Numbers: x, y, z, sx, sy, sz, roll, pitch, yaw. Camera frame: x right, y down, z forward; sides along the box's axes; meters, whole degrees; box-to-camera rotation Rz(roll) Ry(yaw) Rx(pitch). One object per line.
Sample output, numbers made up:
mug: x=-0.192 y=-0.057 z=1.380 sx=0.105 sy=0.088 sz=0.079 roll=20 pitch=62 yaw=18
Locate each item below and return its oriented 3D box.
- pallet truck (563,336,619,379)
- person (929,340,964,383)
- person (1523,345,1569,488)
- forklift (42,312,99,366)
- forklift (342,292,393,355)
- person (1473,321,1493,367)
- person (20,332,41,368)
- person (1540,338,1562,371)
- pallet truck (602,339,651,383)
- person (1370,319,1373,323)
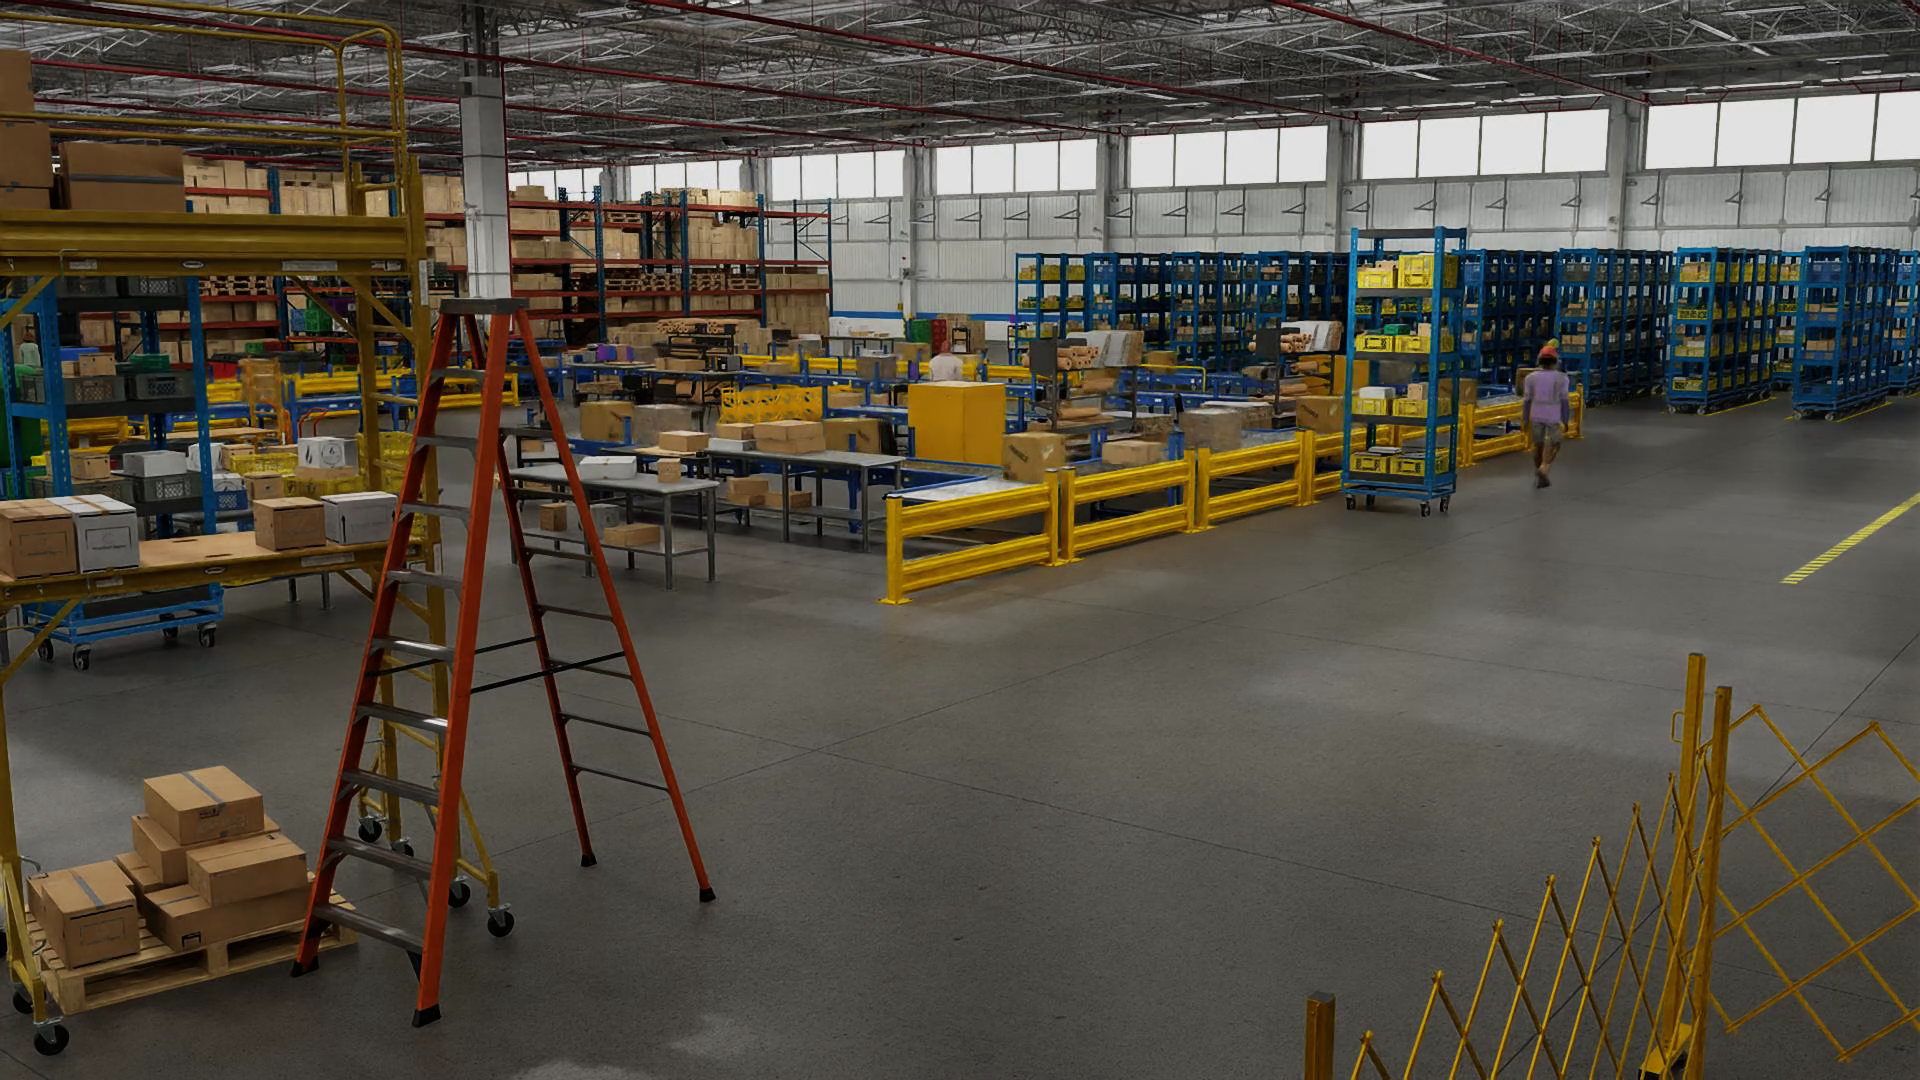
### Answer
pallet truck: x=-10.690 y=-5.294 z=48.215 sx=1.601 sy=1.201 sz=0.680 roll=-5 pitch=10 yaw=-26
person: x=-0.222 y=-2.507 z=28.759 sx=0.644 sy=1.896 sz=0.398 roll=5 pitch=10 yaw=27
person: x=8.235 y=-1.721 z=23.398 sx=0.643 sy=2.031 sz=0.475 roll=6 pitch=11 yaw=33
forklift: x=-23.779 y=-5.451 z=44.052 sx=1.873 sy=2.768 sz=1.129 roll=7 pitch=11 yaw=36
forklift: x=-16.485 y=-5.622 z=45.120 sx=1.129 sy=2.768 sz=1.873 roll=7 pitch=11 yaw=37
person: x=14.266 y=-5.082 z=45.082 sx=0.614 sy=1.801 sz=0.770 roll=-7 pitch=11 yaw=-37
person: x=-22.313 y=-4.173 z=39.952 sx=0.507 sy=1.632 sz=0.268 roll=2 pitch=9 yaw=10
person: x=11.878 y=-3.205 z=33.592 sx=0.539 sy=1.748 sz=0.532 roll=-5 pitch=10 yaw=-30
pallet truck: x=-8.991 y=-4.871 z=45.351 sx=0.653 sy=1.274 sz=1.630 roll=7 pitch=11 yaw=37
person: x=11.804 y=-5.622 z=47.928 sx=0.472 sy=1.977 sz=0.646 roll=4 pitch=10 yaw=22
